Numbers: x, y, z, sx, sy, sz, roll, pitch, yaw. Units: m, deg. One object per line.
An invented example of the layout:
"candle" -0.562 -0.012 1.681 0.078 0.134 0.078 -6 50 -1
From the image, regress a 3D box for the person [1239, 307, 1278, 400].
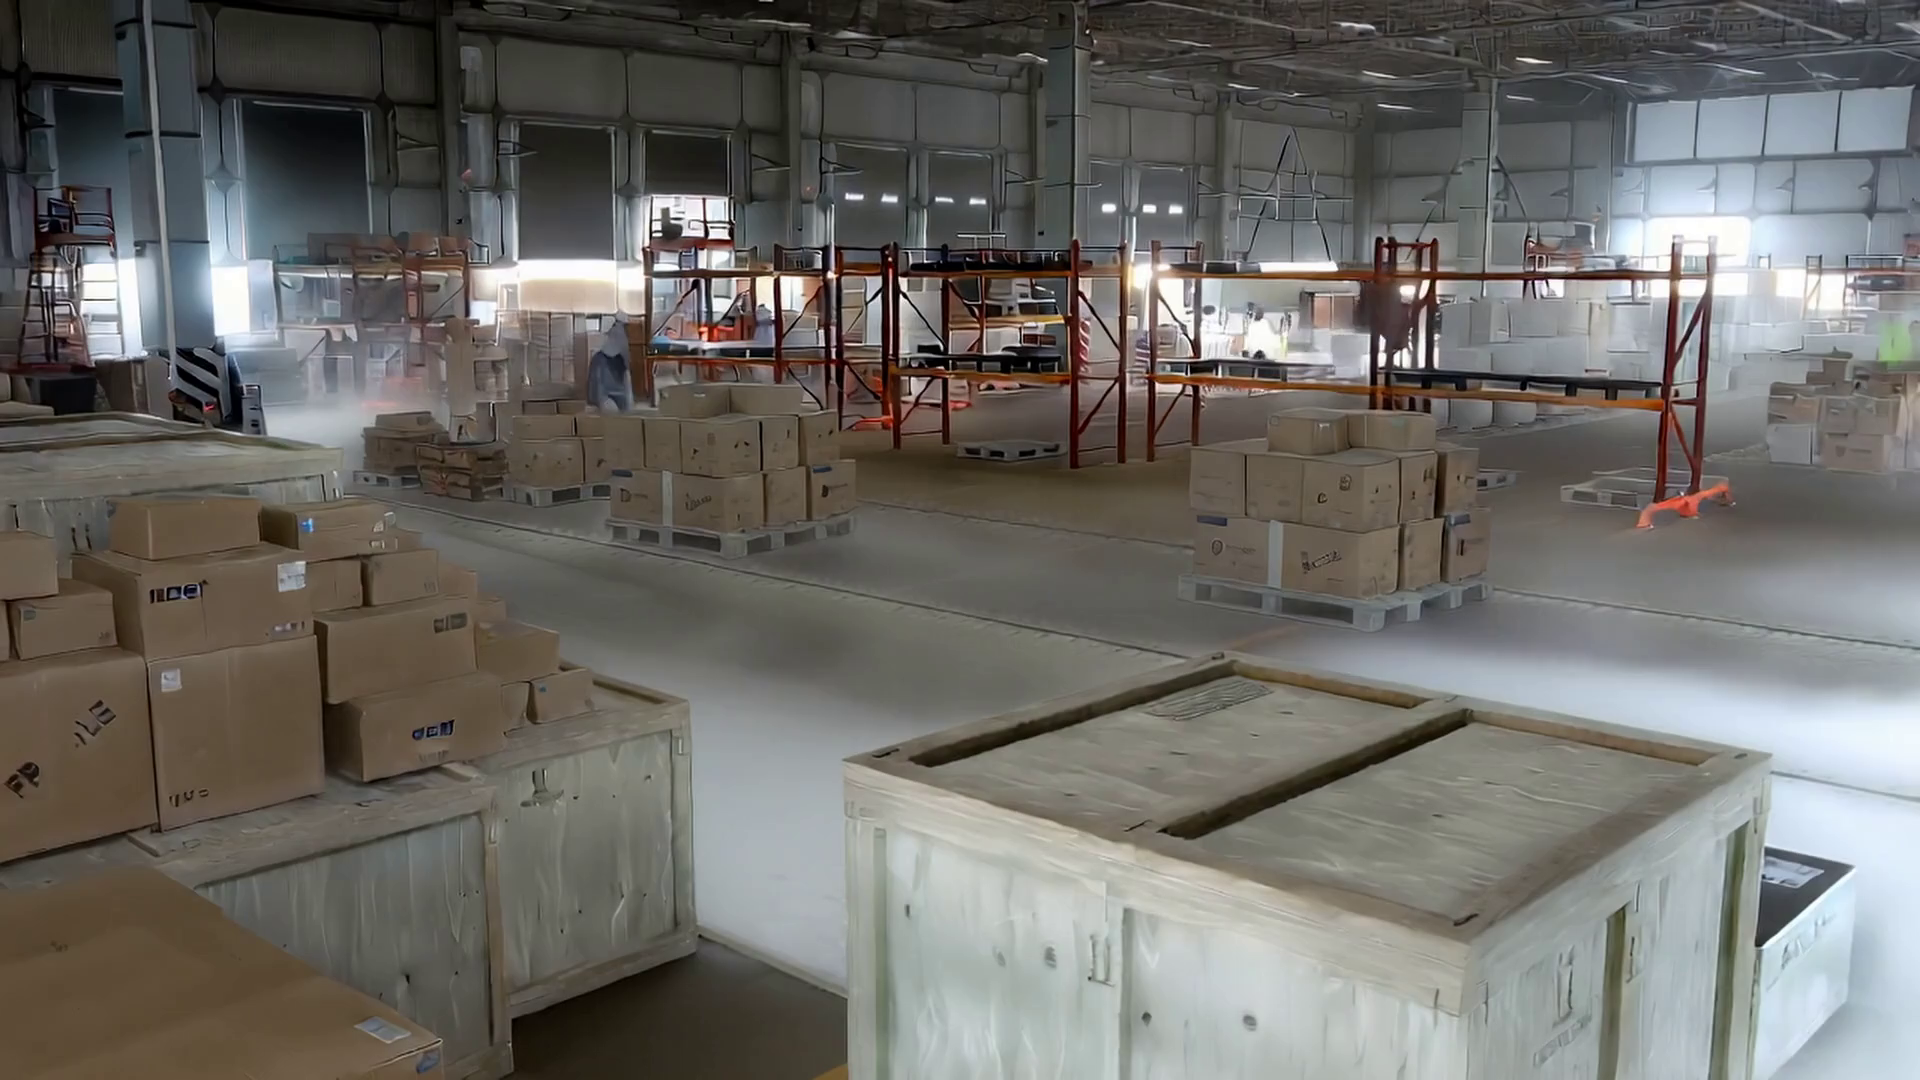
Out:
"person" 6.161 -3.819 34.018 1.038 1.893 0.620 -4 10 -25

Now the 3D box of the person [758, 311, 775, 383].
"person" -3.702 -3.524 32.312 0.608 1.857 0.798 5 11 28

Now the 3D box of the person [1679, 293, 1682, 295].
"person" 21.100 -6.278 48.923 0.550 1.935 0.375 -4 10 -24

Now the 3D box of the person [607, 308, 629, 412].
"person" -5.764 -2.917 28.142 0.380 1.993 0.610 1 9 6

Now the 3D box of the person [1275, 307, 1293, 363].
"person" 8.971 -5.651 46.089 0.523 1.611 0.781 -9 13 -42

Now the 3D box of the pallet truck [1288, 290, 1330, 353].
"pallet truck" 11.297 -6.951 52.861 1.885 1.965 0.823 -5 11 -29

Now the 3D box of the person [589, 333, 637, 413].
"person" -4.775 -1.896 22.497 0.920 1.805 0.624 4 10 24

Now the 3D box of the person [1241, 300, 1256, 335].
"person" 7.529 -5.271 43.050 0.504 1.840 0.345 2 9 12

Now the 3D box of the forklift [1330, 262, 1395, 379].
"forklift" 9.992 -5.316 40.140 1.873 2.768 1.129 -5 10 -26

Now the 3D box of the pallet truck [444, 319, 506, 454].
"pallet truck" -6.981 -1.942 22.150 1.885 1.965 0.823 1 9 9

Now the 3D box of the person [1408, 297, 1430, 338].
"person" 12.062 -5.407 43.623 0.649 1.920 0.436 6 11 32

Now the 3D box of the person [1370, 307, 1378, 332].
"person" 10.186 -4.809 40.510 0.492 1.744 0.295 -5 11 -28
